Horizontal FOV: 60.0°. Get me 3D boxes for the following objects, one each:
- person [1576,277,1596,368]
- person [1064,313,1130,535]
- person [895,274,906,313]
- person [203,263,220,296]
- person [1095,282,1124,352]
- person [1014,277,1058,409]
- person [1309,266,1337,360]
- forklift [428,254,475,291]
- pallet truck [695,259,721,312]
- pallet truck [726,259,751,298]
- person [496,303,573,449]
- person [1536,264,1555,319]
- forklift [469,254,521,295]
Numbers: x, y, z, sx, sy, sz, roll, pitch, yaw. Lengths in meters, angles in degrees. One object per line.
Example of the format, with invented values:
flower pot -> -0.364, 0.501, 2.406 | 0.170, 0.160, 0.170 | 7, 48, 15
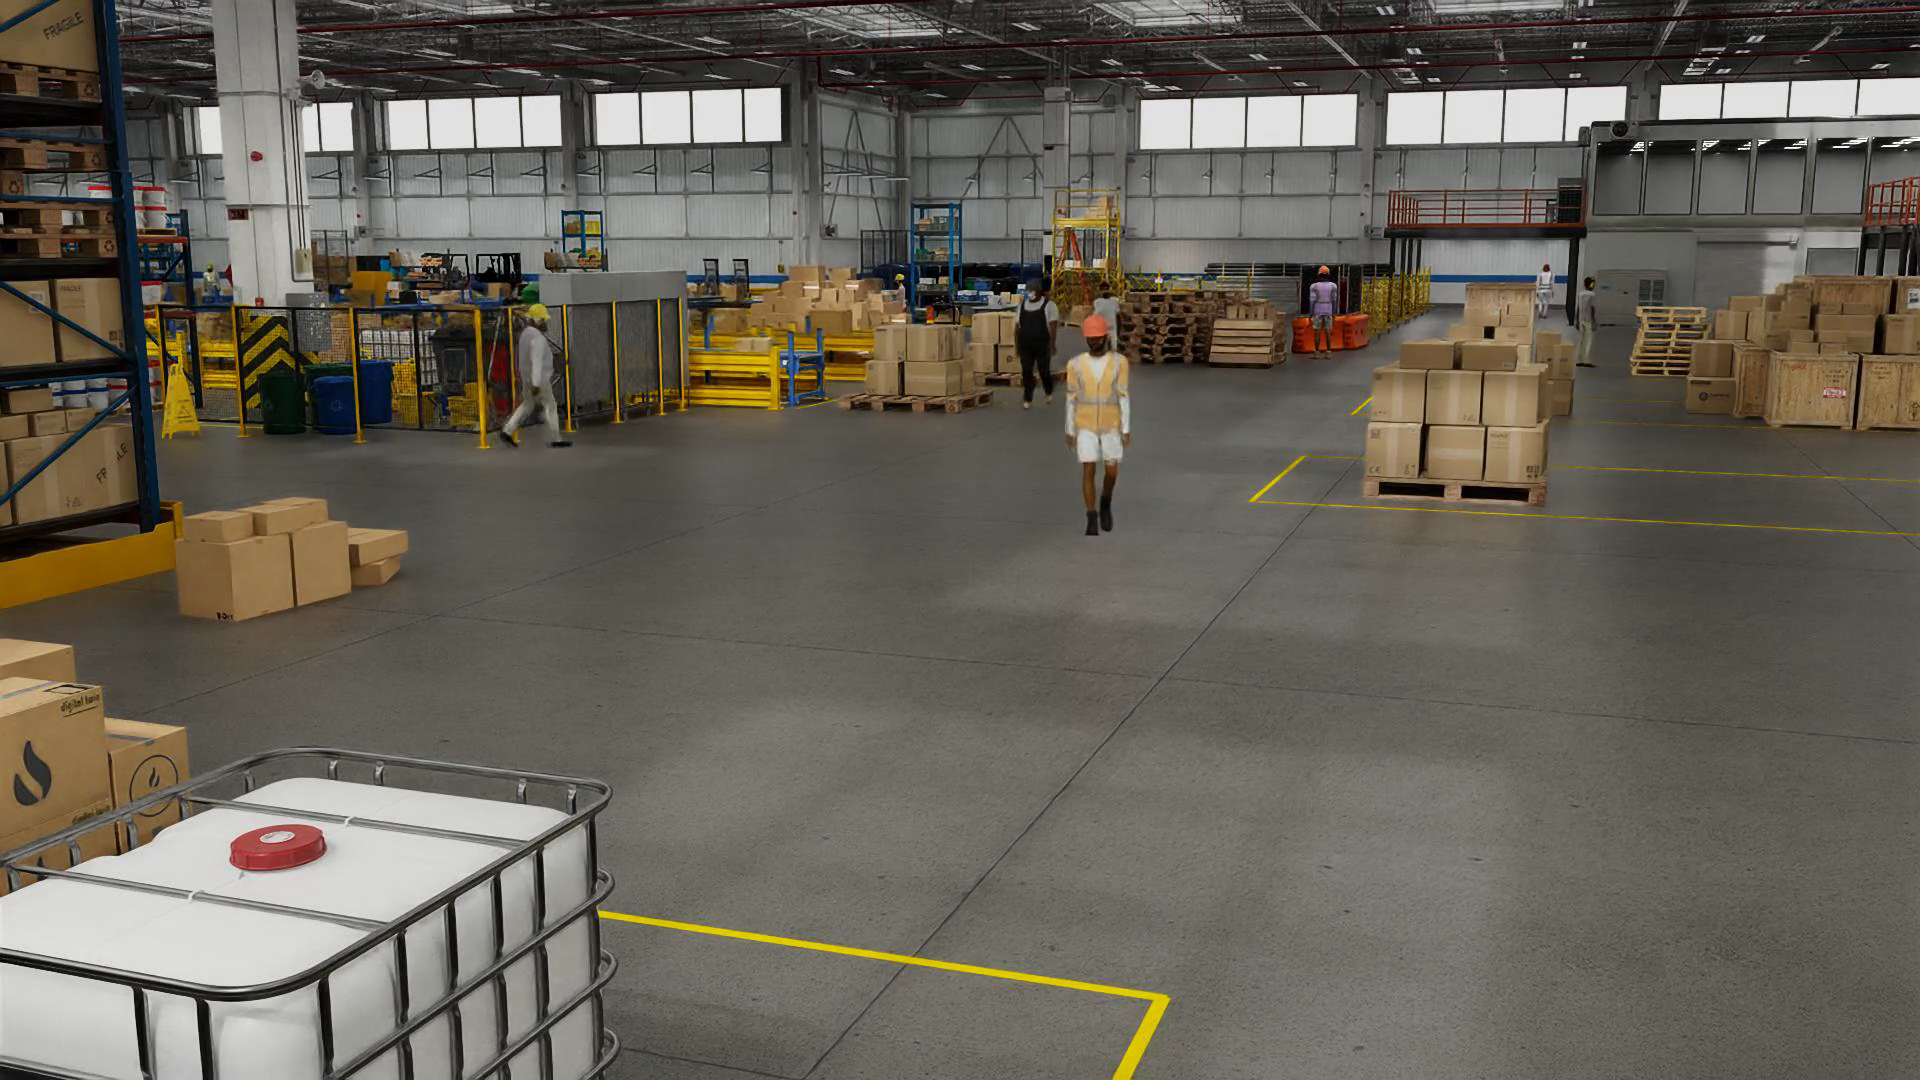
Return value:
person -> 12.816, -4.441, 33.993 | 0.349, 1.860, 0.543 | -3, 11, -17
person -> 1.182, -0.986, 14.322 | 0.576, 1.920, 0.407 | 1, 10, 5
person -> -1.524, -5.920, 42.541 | 0.302, 1.772, 0.525 | 0, 10, 1
person -> -28.717, -9.728, 63.839 | 0.606, 1.820, 0.594 | -4, 11, -21
person -> 2.746, -3.810, 30.520 | 0.543, 1.815, 0.965 | 0, 10, 0
person -> 1.136, -3.018, 25.432 | 0.711, 2.000, 0.587 | 4, 11, 21
person -> 7.934, -4.968, 36.408 | 0.607, 2.044, 0.378 | -1, 10, -4
forklift -> -20.133, -10.254, 65.465 | 1.157, 1.987, 2.680 | 3, 11, 19
pallet truck -> -9.165, -9.627, 62.776 | 0.823, 1.965, 1.885 | 4, 11, 23
pallet truck -> -7.986, -9.493, 62.019 | 0.823, 1.965, 1.885 | 3, 11, 17
person -> -5.257, -1.995, 20.362 | 0.852, 1.802, 0.593 | -6, 12, -32
person -> 19.800, -8.405, 56.269 | 0.580, 1.857, 0.719 | 3, 11, 18
forklift -> -17.990, -10.121, 64.684 | 1.157, 1.987, 2.680 | 3, 11, 17
